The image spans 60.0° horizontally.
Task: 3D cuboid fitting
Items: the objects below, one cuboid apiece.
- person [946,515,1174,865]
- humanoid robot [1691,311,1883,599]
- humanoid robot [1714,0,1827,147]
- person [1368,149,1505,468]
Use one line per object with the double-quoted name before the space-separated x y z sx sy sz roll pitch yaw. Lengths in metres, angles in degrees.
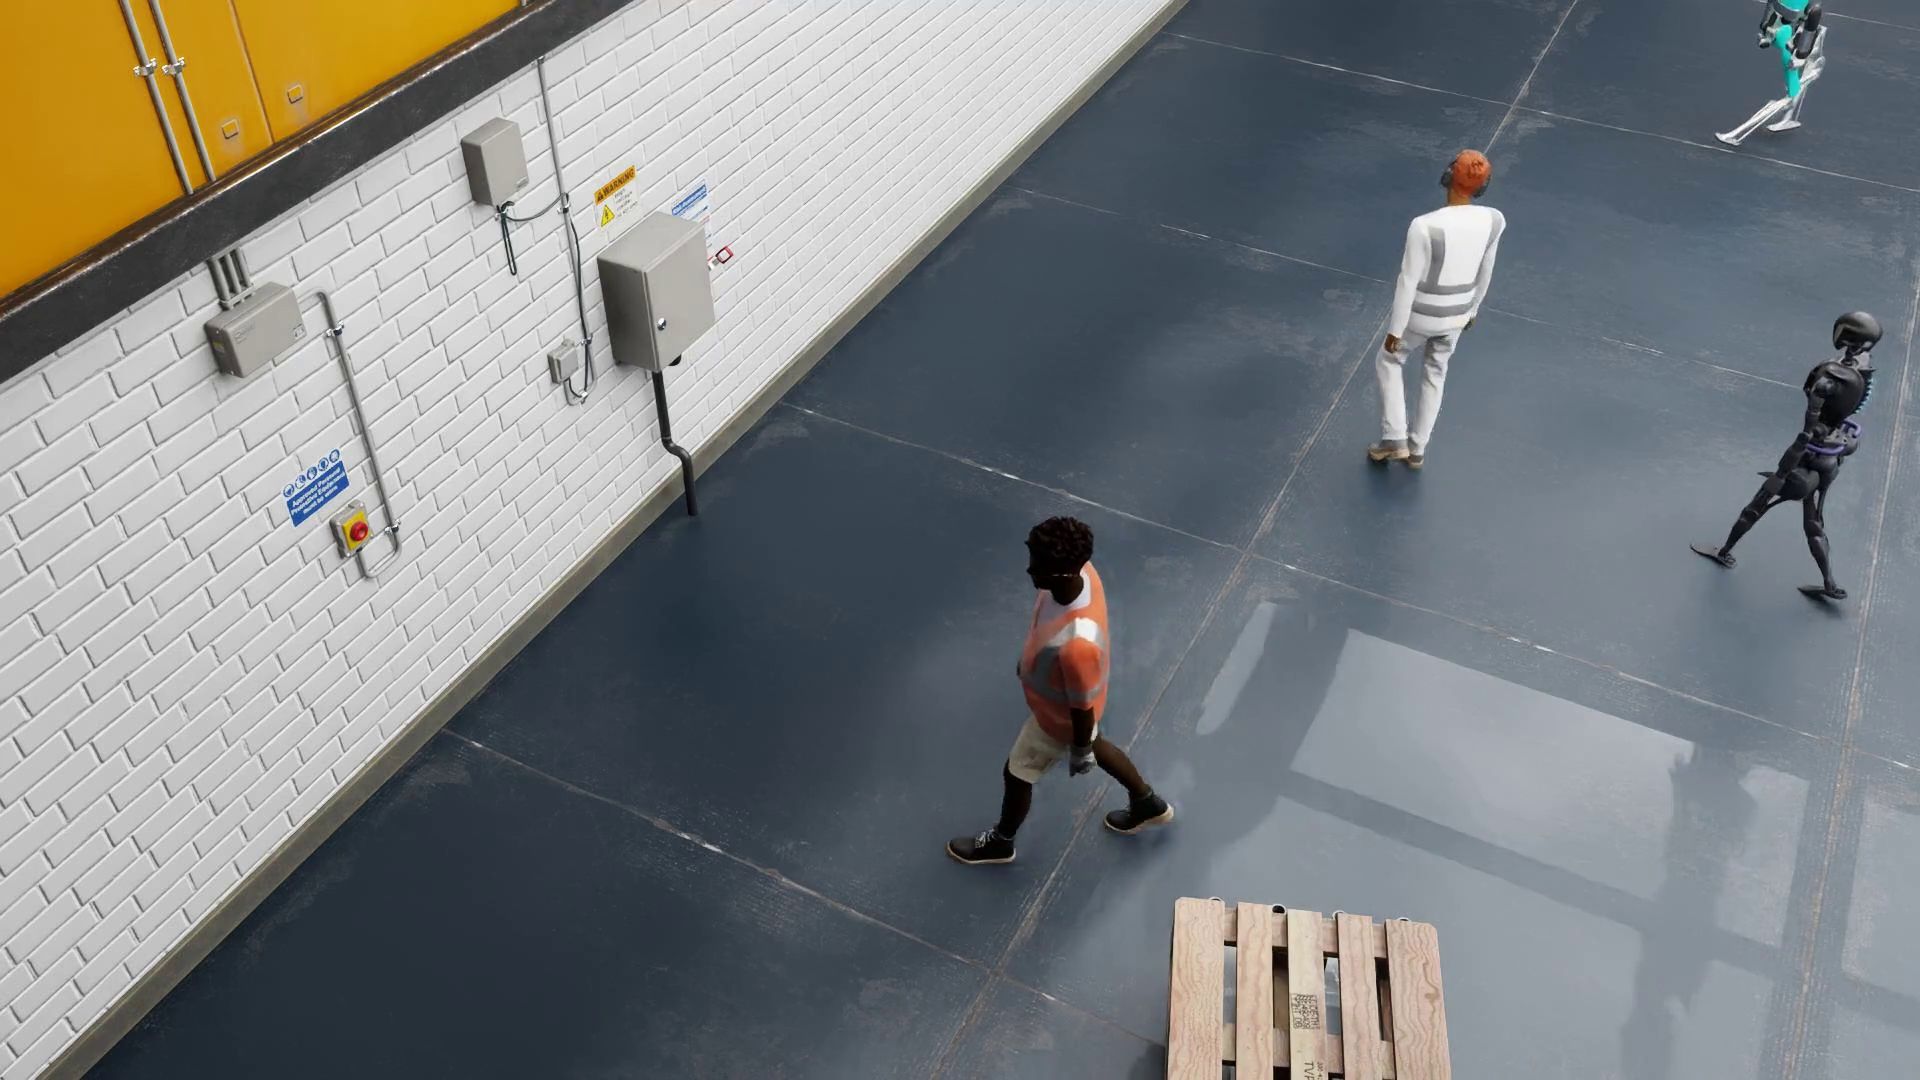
"person" 0.473 0.635 6.838 0.977 1.924 0.614 2 41 2
"humanoid robot" 4.269 -0.414 8.284 0.616 1.631 0.782 -30 49 -30
"humanoid robot" 6.034 -3.619 11.907 1.002 1.744 0.554 -9 42 -10
"person" 2.582 -1.223 9.039 0.613 1.861 0.421 -10 42 -11
